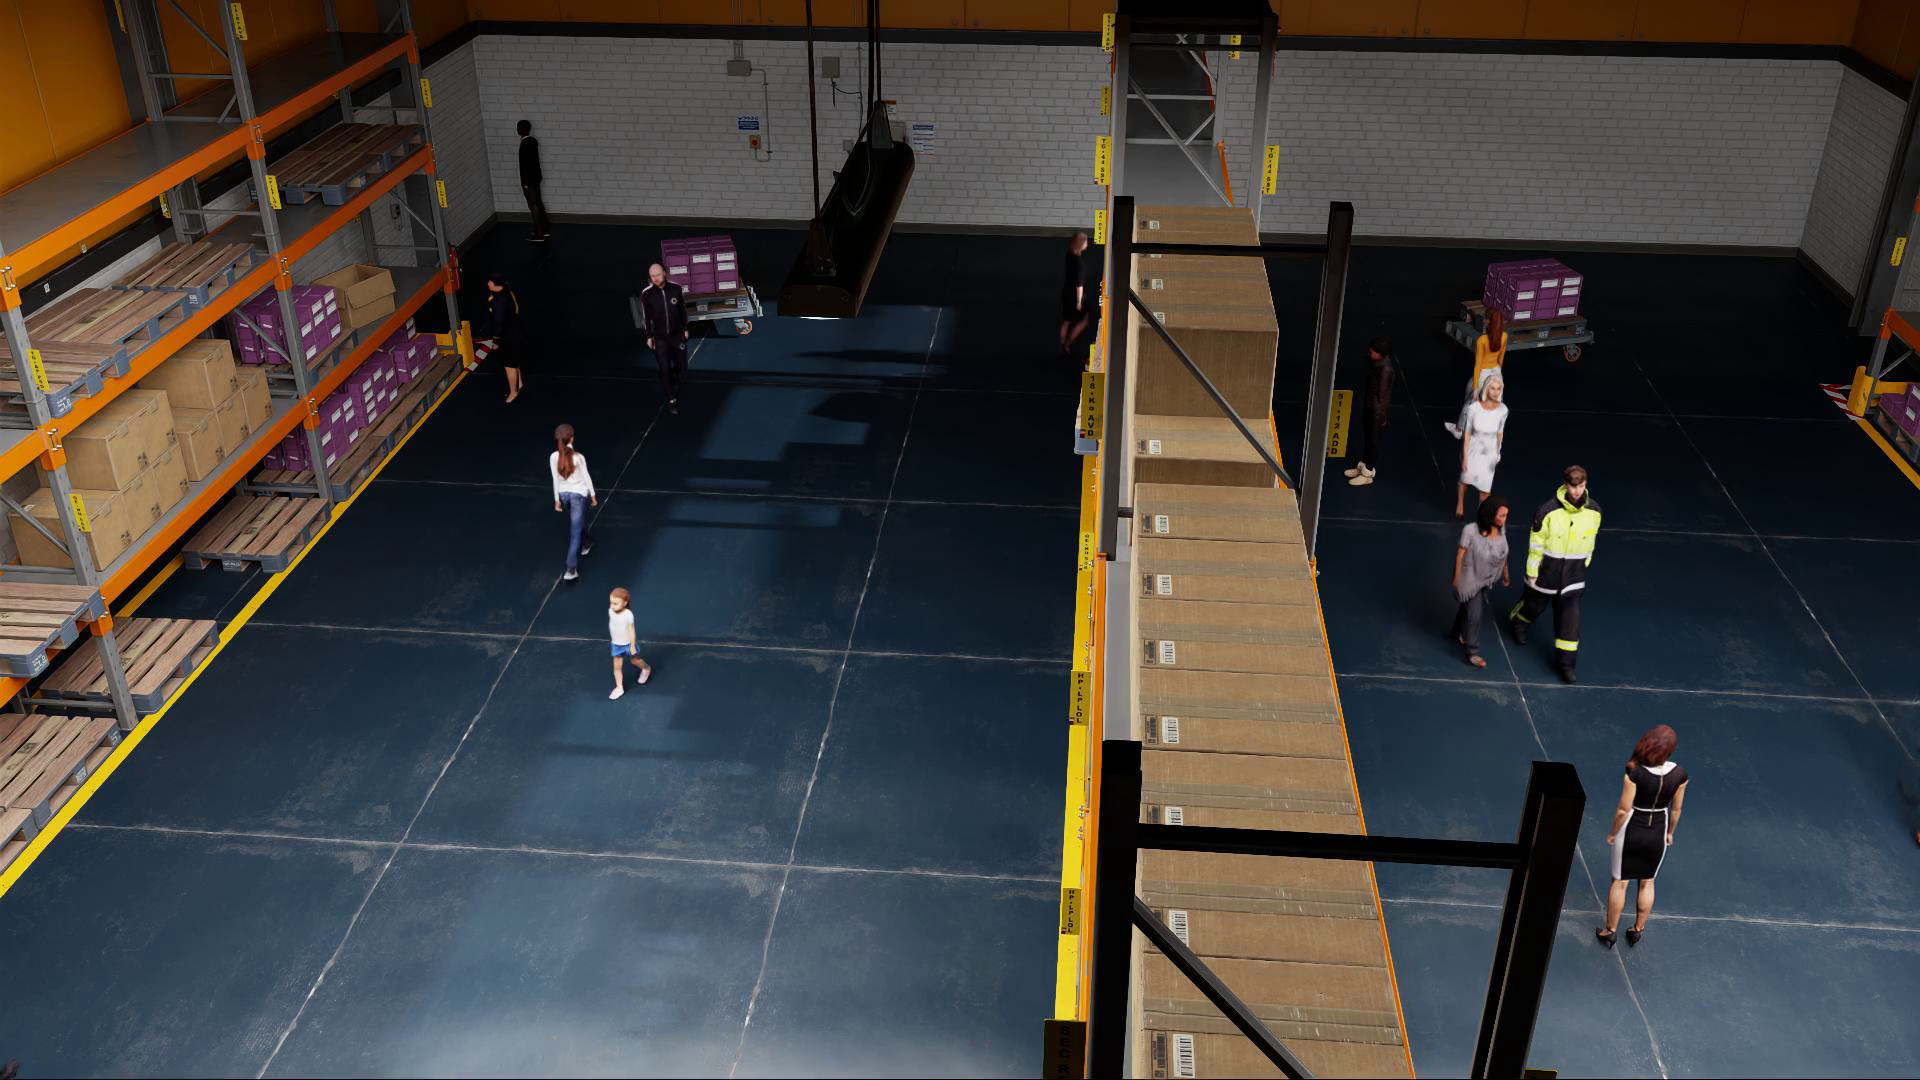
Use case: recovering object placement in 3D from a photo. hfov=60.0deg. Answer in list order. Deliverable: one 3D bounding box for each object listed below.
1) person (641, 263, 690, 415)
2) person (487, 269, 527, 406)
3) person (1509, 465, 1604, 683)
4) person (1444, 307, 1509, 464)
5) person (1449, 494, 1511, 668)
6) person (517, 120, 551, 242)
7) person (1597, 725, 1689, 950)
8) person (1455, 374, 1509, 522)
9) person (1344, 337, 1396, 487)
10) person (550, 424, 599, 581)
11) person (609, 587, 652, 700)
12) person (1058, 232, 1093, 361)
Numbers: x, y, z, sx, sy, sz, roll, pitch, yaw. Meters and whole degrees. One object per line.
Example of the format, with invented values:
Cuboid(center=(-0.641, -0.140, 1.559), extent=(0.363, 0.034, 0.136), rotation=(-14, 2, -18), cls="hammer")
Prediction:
Cuboid(center=(-3.459, -2.392, 19.427), extent=(0.901, 1.811, 1.027), rotation=(-12, 31, -21), cls="person")
Cuboid(center=(-5.270, -2.393, 19.577), extent=(0.827, 1.668, 0.621), rotation=(-1, 29, -2), cls="person")
Cuboid(center=(5.192, 0.190, 14.576), extent=(0.903, 1.924, 1.288), rotation=(-2, 29, -4), cls="person")
Cuboid(center=(5.821, -1.662, 18.221), extent=(0.981, 1.685, 1.309), rotation=(-9, 30, -15), cls="person")
Cuboid(center=(4.542, 0.269, 14.786), extent=(0.864, 1.584, 0.944), rotation=(-17, 33, -28), cls="person")
Cuboid(center=(-6.420, -5.403, 24.960), extent=(0.703, 1.799, 0.466), rotation=(3, 29, 5), cls="person")
Cuboid(center=(4.635, 2.032, 11.333), extent=(0.597, 1.795, 0.507), rotation=(1, 29, 1), cls="person")
Cuboid(center=(5.199, -0.881, 16.773), extent=(0.580, 1.700, 1.078), rotation=(3, 29, 6), cls="person")
Cuboid(center=(4.447, -1.388, 17.744), extent=(0.662, 1.660, 0.589), rotation=(15, 32, 26), cls="person")
Cuboid(center=(-3.742, -0.342, 15.978), extent=(0.590, 1.516, 1.112), rotation=(4, 29, 8), cls="person")
Cuboid(center=(-2.859, 0.850, 14.324), extent=(0.598, 1.006, 0.771), rotation=(15, 32, 25), cls="person")
Cuboid(center=(1.350, -2.981, 20.629), extent=(0.825, 1.694, 0.706), rotation=(-13, 31, -23), cls="person")
